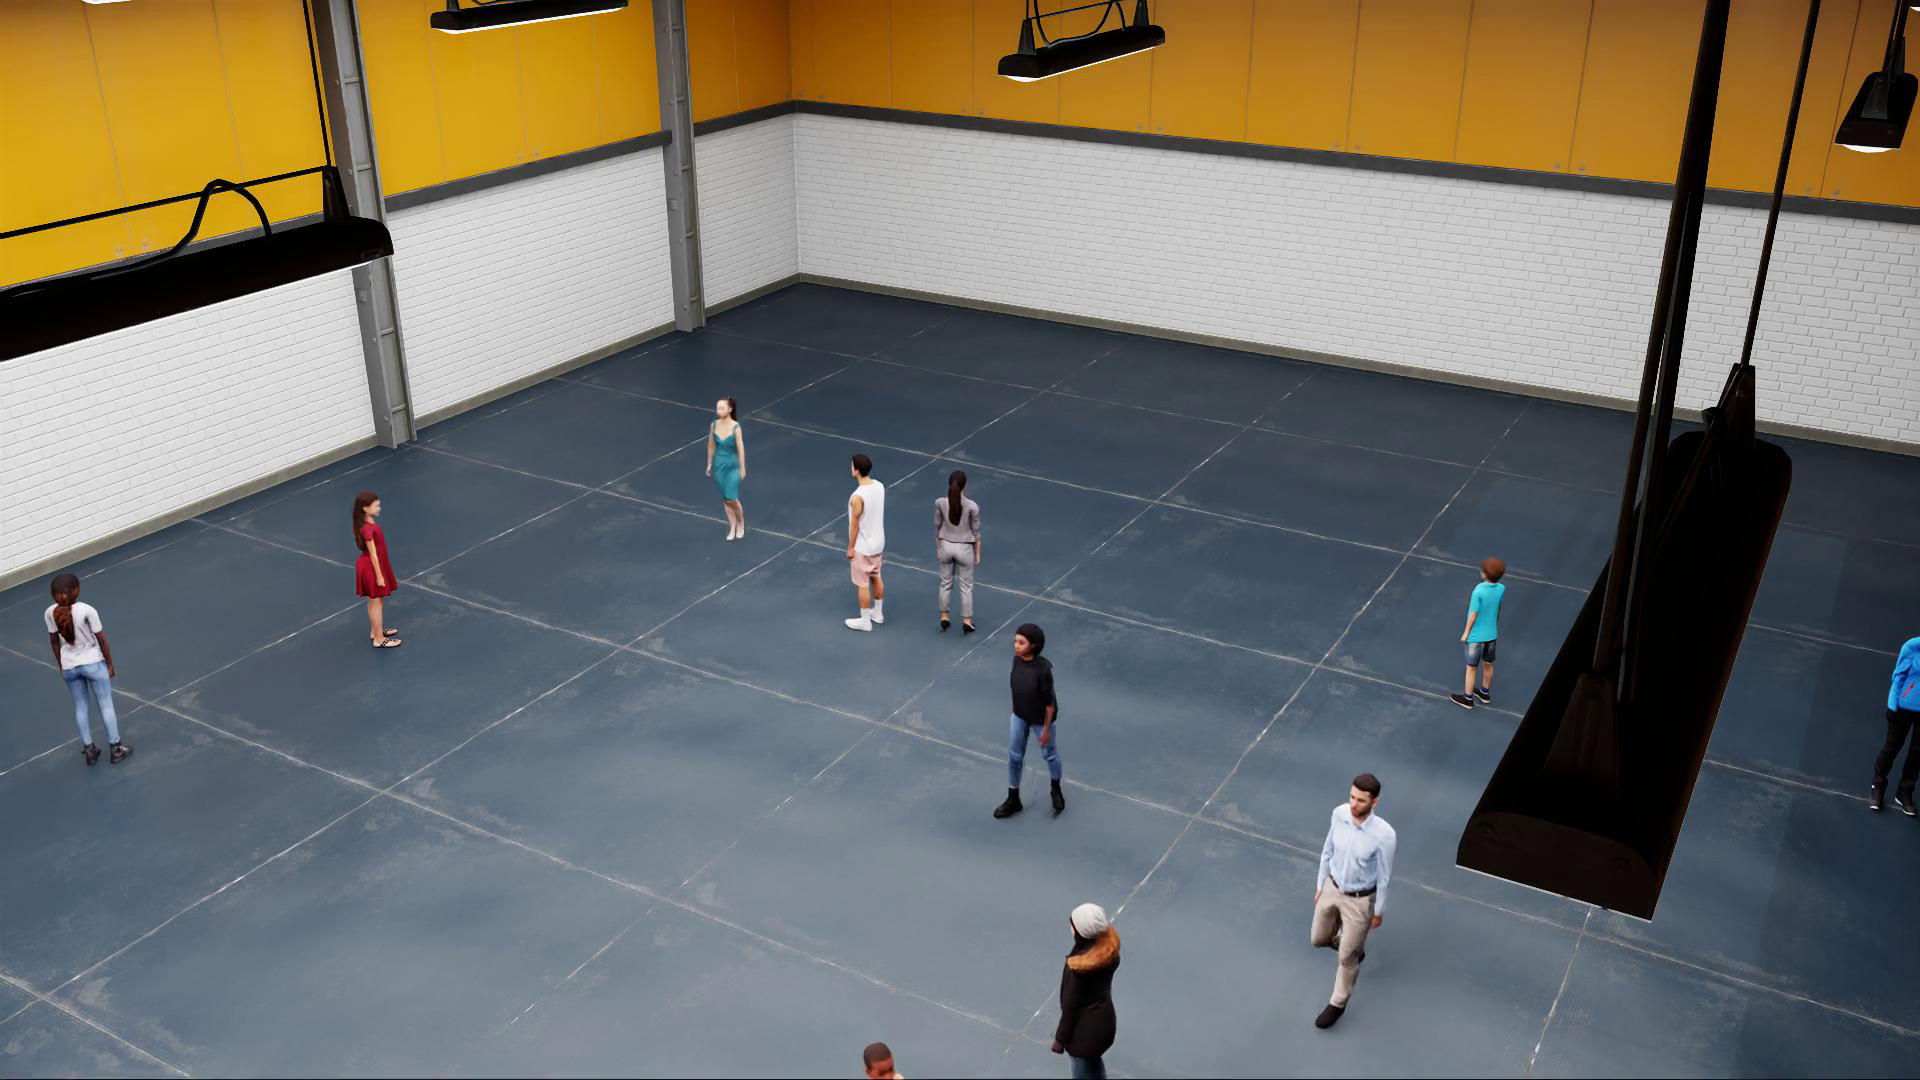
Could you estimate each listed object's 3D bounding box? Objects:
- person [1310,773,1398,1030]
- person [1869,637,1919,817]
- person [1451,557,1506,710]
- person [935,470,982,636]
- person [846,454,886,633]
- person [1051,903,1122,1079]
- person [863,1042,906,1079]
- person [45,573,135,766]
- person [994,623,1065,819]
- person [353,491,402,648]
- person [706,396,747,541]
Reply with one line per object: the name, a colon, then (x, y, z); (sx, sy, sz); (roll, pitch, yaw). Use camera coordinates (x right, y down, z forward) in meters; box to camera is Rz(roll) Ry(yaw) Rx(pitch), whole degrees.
person: (2.598, 2.311, 10.909); (0.963, 1.830, 0.786); (-22, 32, -40)
person: (7.586, 1.335, 13.184); (0.664, 1.797, 0.602); (7, 25, 15)
person: (4.664, 0.807, 14.827); (0.566, 1.449, 0.657); (-12, 26, -25)
person: (-0.031, 0.124, 16.108); (0.667, 1.675, 0.648); (7, 25, 15)
person: (-0.903, 0.024, 16.200); (0.673, 1.784, 0.485); (14, 27, 28)
person: (0.770, 2.865, 9.888); (0.682, 1.634, 0.533); (11, 26, 24)
person: (-0.464, 3.320, 9.279); (0.890, 1.288, 0.792); (-15, 28, -31)
person: (-7.318, 1.067, 13.896); (0.662, 1.719, 0.683); (-2, 24, -4)
person: (0.632, 1.409, 13.170); (0.613, 1.673, 0.820); (13, 27, 27)
person: (-5.626, 0.267, 15.933); (0.734, 1.553, 0.675); (-11, 26, -23)
person: (-2.496, -0.794, 18.204); (0.566, 1.677, 0.571); (12, 26, 25)
